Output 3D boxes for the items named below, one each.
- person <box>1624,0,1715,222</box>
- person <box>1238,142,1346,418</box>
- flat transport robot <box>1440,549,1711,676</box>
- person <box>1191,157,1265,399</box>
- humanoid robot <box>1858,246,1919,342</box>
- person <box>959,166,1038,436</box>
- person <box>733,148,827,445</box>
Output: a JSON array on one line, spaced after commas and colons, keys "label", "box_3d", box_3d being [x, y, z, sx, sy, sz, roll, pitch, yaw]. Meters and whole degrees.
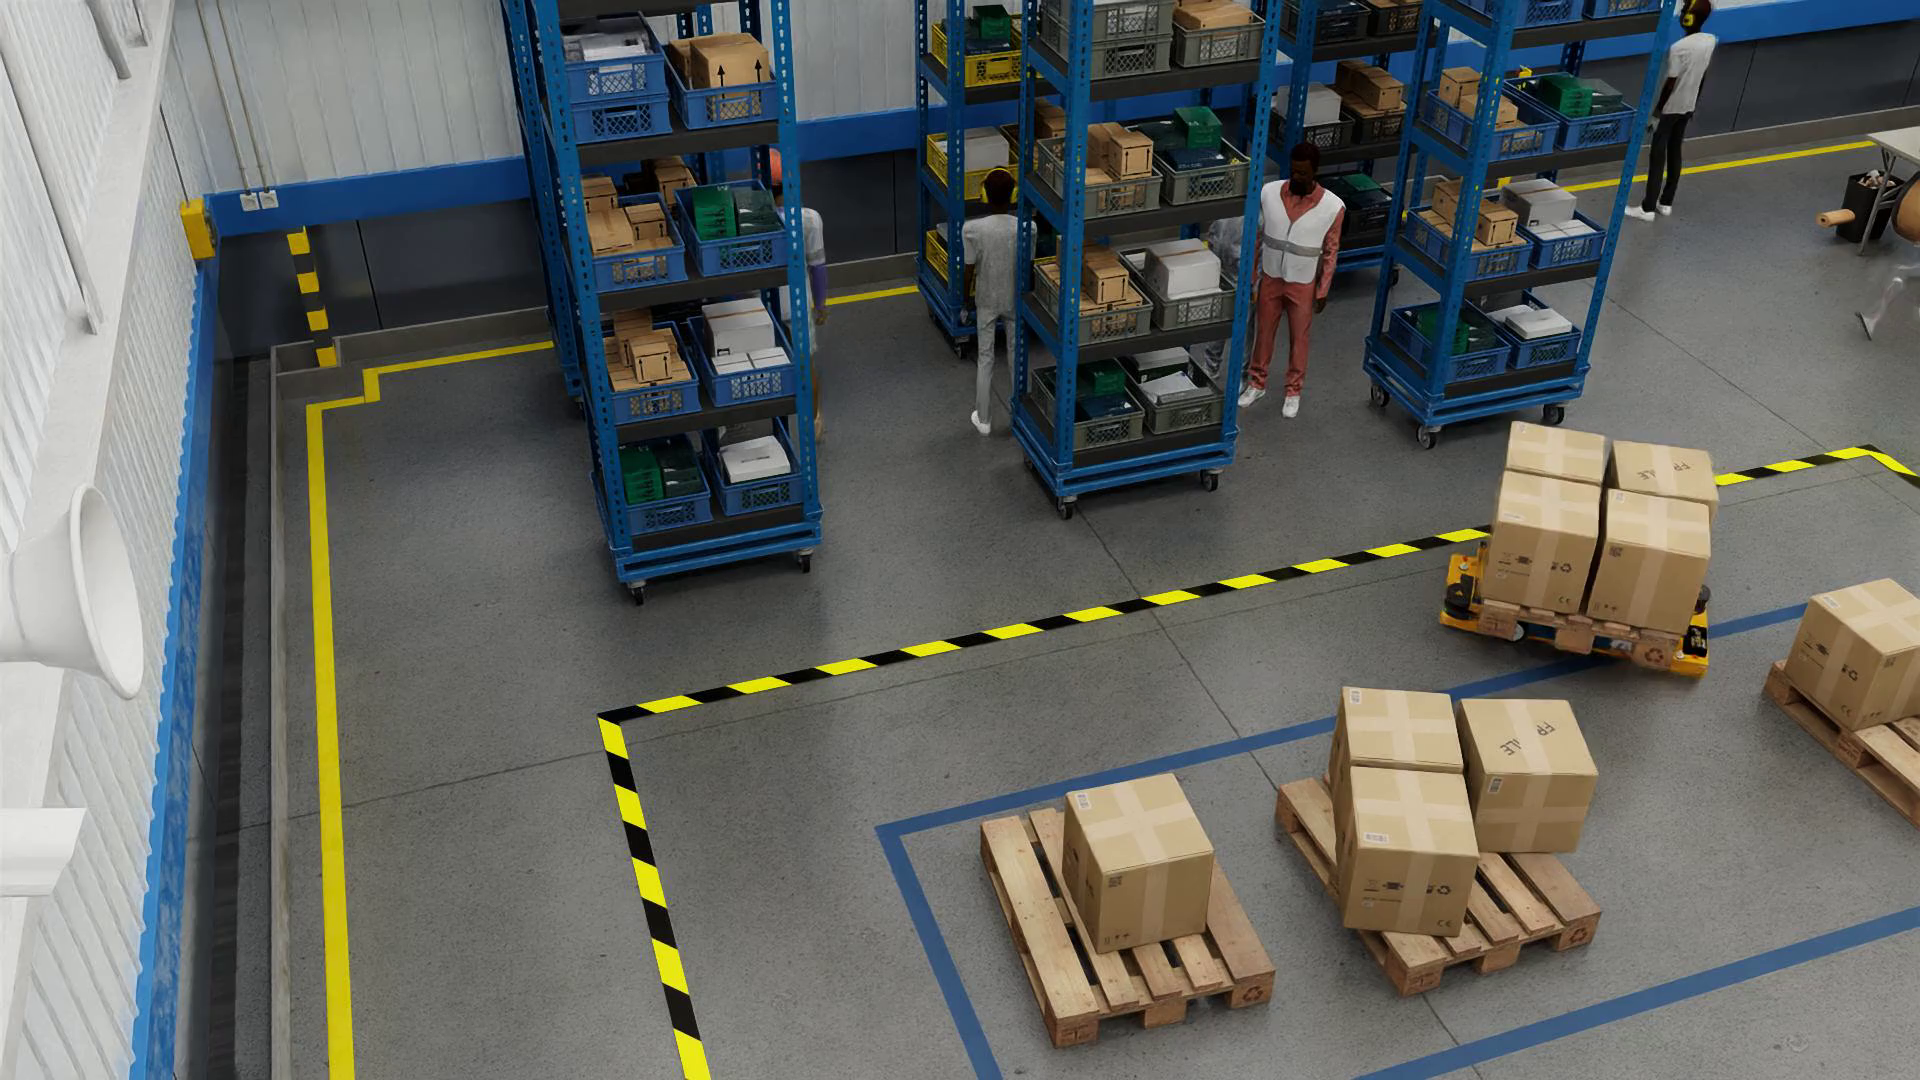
[{"label": "person", "box_3d": [5.880, -3.538, 13.693, 0.541, 1.863, 0.301, -19, 39, -25]}, {"label": "person", "box_3d": [2.201, -1.740, 11.091, 0.592, 1.919, 0.392, 16, 38, 22]}, {"label": "flat transport robot", "box_3d": [3.519, 0.364, 9.515, 1.431, 0.197, 0.652, 11, 37, 15]}, {"label": "person", "box_3d": [1.854, -1.785, 11.311, 0.308, 1.737, 0.483, -29, 45, -35]}, {"label": "humanoid robot", "box_3d": [6.944, -2.090, 11.758, 0.984, 1.761, 0.543, 20, 40, 25]}, {"label": "person", "box_3d": [0.253, -1.538, 10.853, 0.512, 1.865, 0.329, -2, 35, -3]}, {"label": "person", "box_3d": [-1.157, -1.522, 10.677, 0.613, 2.040, 0.389, -9, 36, -13]}]
